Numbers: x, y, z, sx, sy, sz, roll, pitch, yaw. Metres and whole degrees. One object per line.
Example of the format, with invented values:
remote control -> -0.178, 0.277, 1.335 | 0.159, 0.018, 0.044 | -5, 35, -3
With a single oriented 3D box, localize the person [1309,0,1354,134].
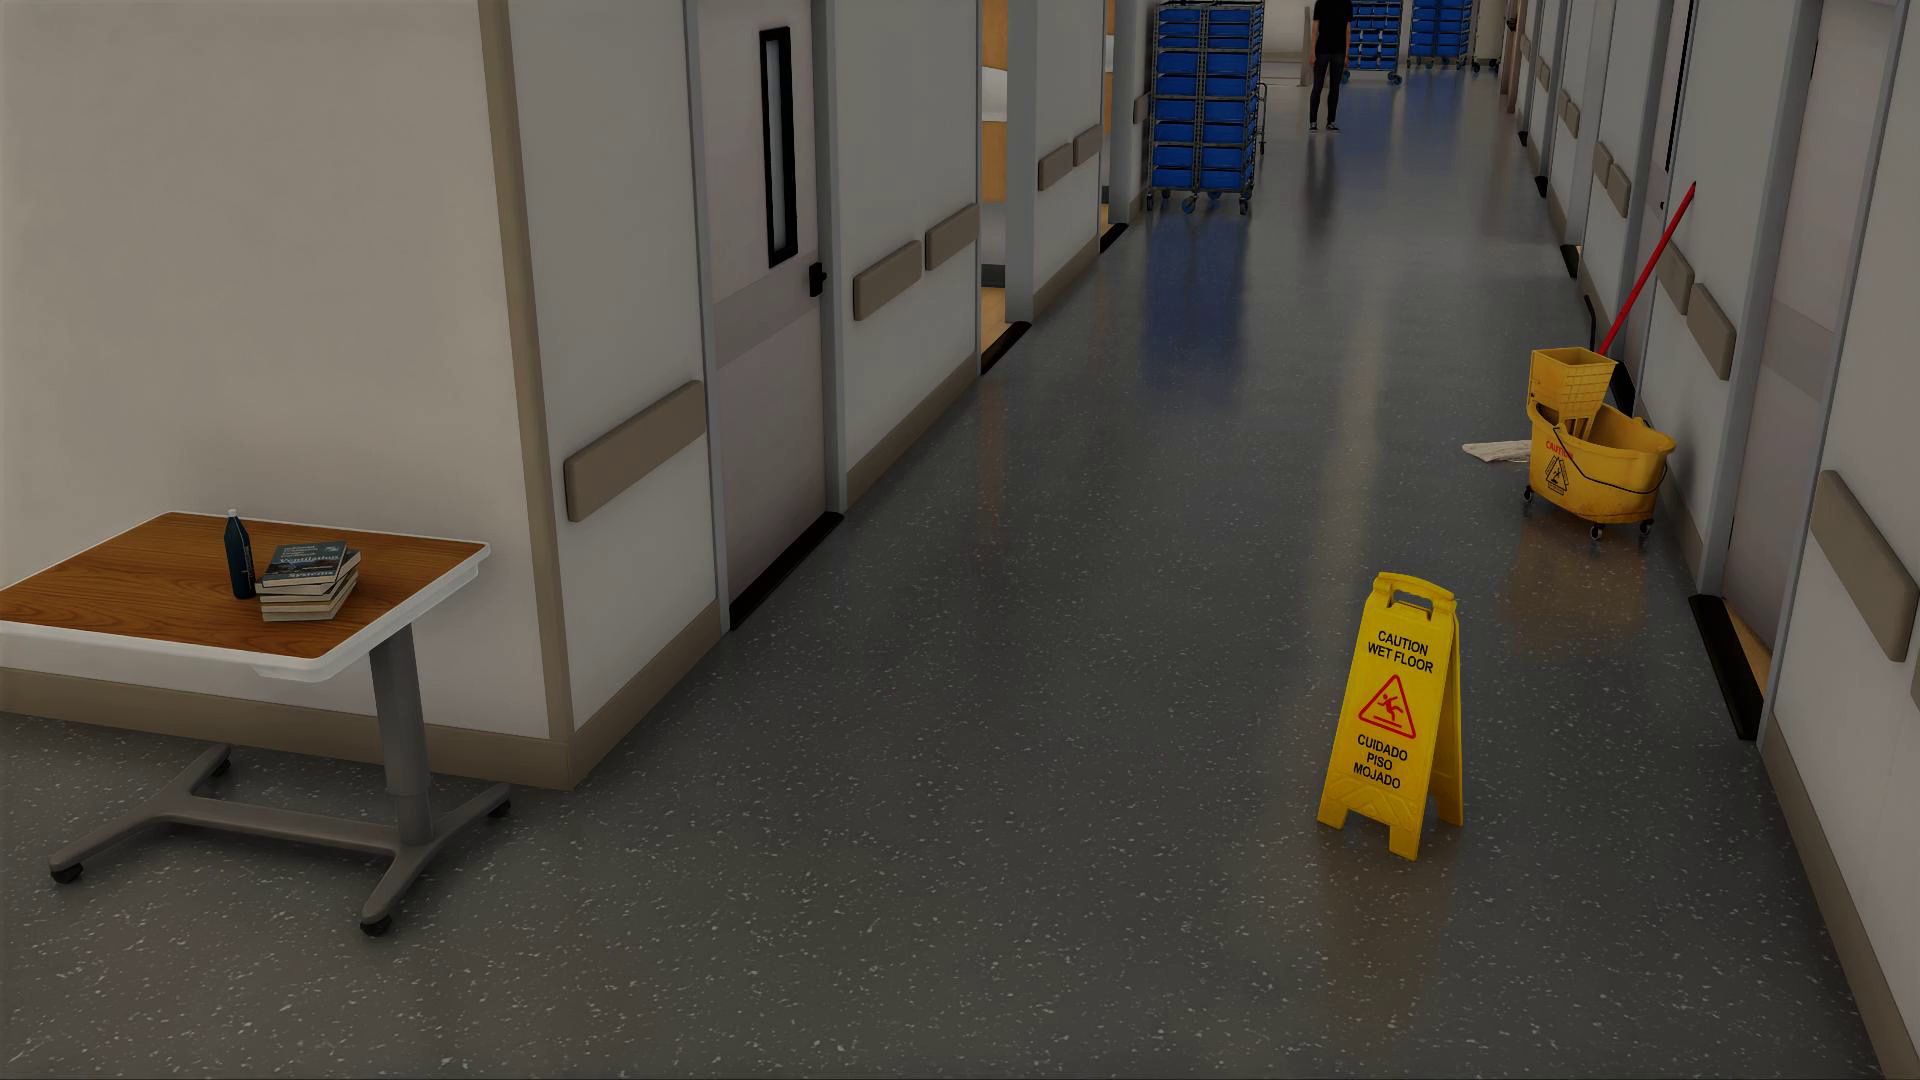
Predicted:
person -> 4.341, -5.745, 19.513 | 0.693, 1.836, 0.645 | -1, 21, -3
